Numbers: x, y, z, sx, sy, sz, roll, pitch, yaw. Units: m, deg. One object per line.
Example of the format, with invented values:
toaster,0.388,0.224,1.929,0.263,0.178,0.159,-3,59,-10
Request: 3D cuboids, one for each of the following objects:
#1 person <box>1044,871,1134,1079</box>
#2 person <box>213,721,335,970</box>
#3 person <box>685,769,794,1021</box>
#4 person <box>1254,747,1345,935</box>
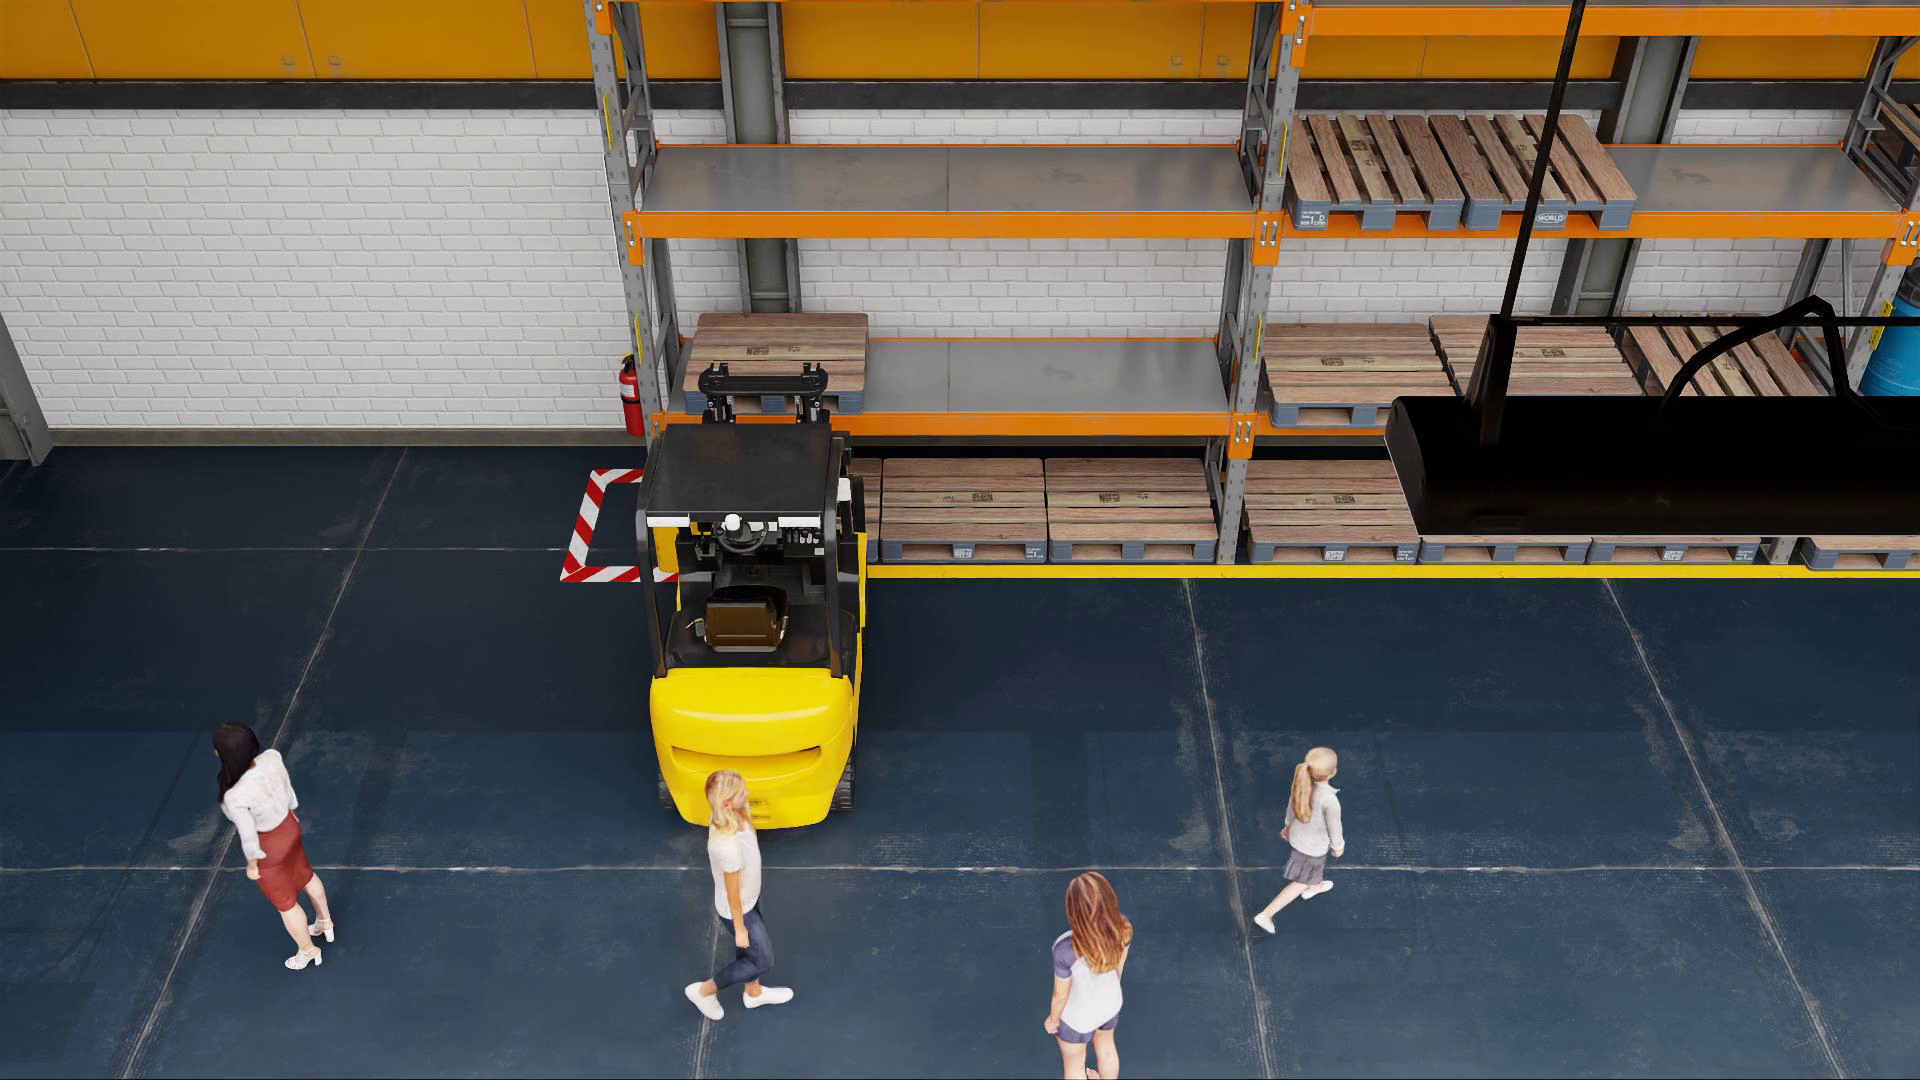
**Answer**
person,0.625,2.250,8.035,0.649,1.728,0.741,-22,44,-25
person,-3.629,1.620,8.805,0.572,1.751,0.635,7,39,9
person,-1.211,1.850,8.477,0.809,1.802,0.663,-4,39,-5
person,1.888,1.660,9.154,0.924,1.255,0.733,-17,42,-20
